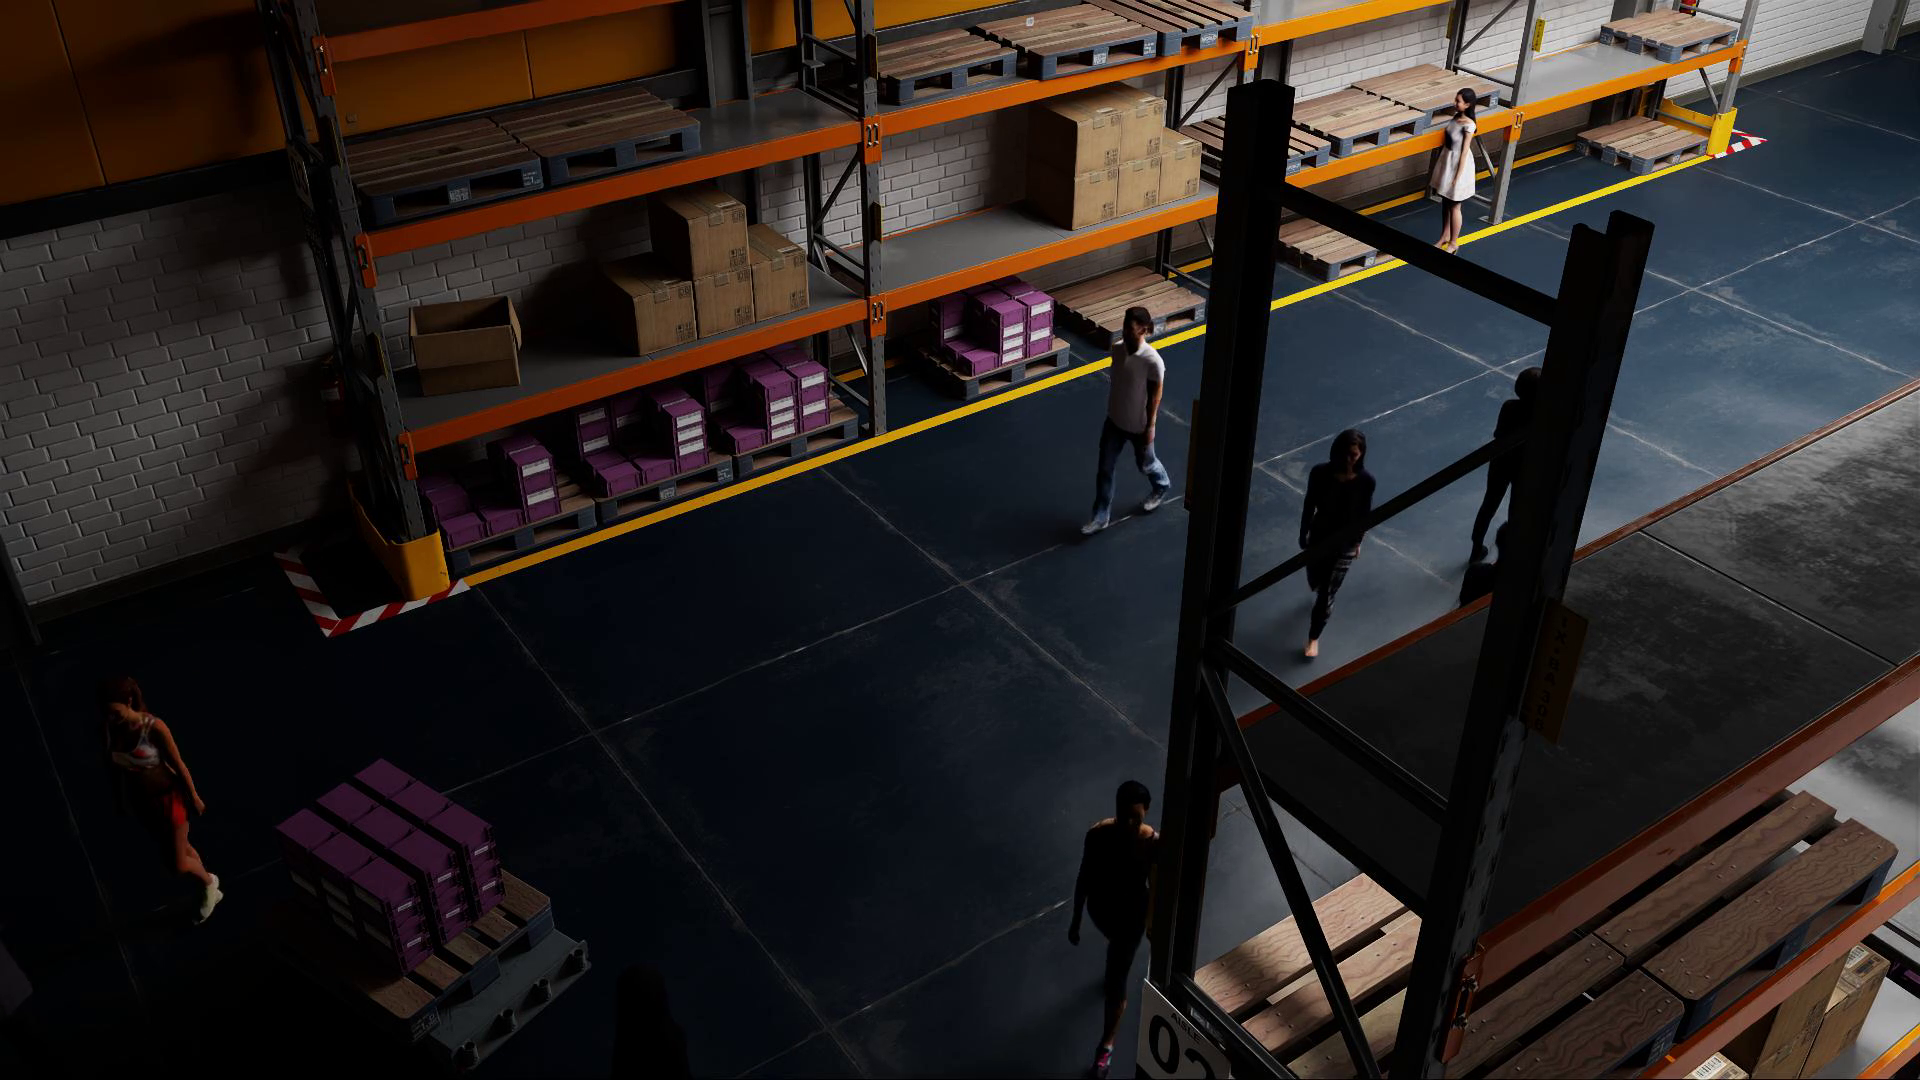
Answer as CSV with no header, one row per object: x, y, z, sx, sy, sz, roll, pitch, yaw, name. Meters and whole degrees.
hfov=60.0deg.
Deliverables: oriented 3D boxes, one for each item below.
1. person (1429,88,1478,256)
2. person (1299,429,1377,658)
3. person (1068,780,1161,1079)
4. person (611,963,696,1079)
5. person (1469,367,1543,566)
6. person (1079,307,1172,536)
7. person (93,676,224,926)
5.059,-3.755,17.015,0.795,1.769,0.774,-3,34,-5,person
2.593,-0.057,11.505,0.951,1.709,1.080,11,35,16,person
0.834,1.865,8.644,1.044,1.675,1.235,11,35,16,person
-1.334,2.525,7.712,0.820,1.608,0.604,-21,39,-29,person
4.047,-0.495,12.176,0.601,1.696,0.601,26,42,33,person
1.369,-0.937,12.722,0.820,1.828,1.232,29,43,36,person
-4.412,1.394,9.261,0.732,1.777,0.797,5,34,7,person
